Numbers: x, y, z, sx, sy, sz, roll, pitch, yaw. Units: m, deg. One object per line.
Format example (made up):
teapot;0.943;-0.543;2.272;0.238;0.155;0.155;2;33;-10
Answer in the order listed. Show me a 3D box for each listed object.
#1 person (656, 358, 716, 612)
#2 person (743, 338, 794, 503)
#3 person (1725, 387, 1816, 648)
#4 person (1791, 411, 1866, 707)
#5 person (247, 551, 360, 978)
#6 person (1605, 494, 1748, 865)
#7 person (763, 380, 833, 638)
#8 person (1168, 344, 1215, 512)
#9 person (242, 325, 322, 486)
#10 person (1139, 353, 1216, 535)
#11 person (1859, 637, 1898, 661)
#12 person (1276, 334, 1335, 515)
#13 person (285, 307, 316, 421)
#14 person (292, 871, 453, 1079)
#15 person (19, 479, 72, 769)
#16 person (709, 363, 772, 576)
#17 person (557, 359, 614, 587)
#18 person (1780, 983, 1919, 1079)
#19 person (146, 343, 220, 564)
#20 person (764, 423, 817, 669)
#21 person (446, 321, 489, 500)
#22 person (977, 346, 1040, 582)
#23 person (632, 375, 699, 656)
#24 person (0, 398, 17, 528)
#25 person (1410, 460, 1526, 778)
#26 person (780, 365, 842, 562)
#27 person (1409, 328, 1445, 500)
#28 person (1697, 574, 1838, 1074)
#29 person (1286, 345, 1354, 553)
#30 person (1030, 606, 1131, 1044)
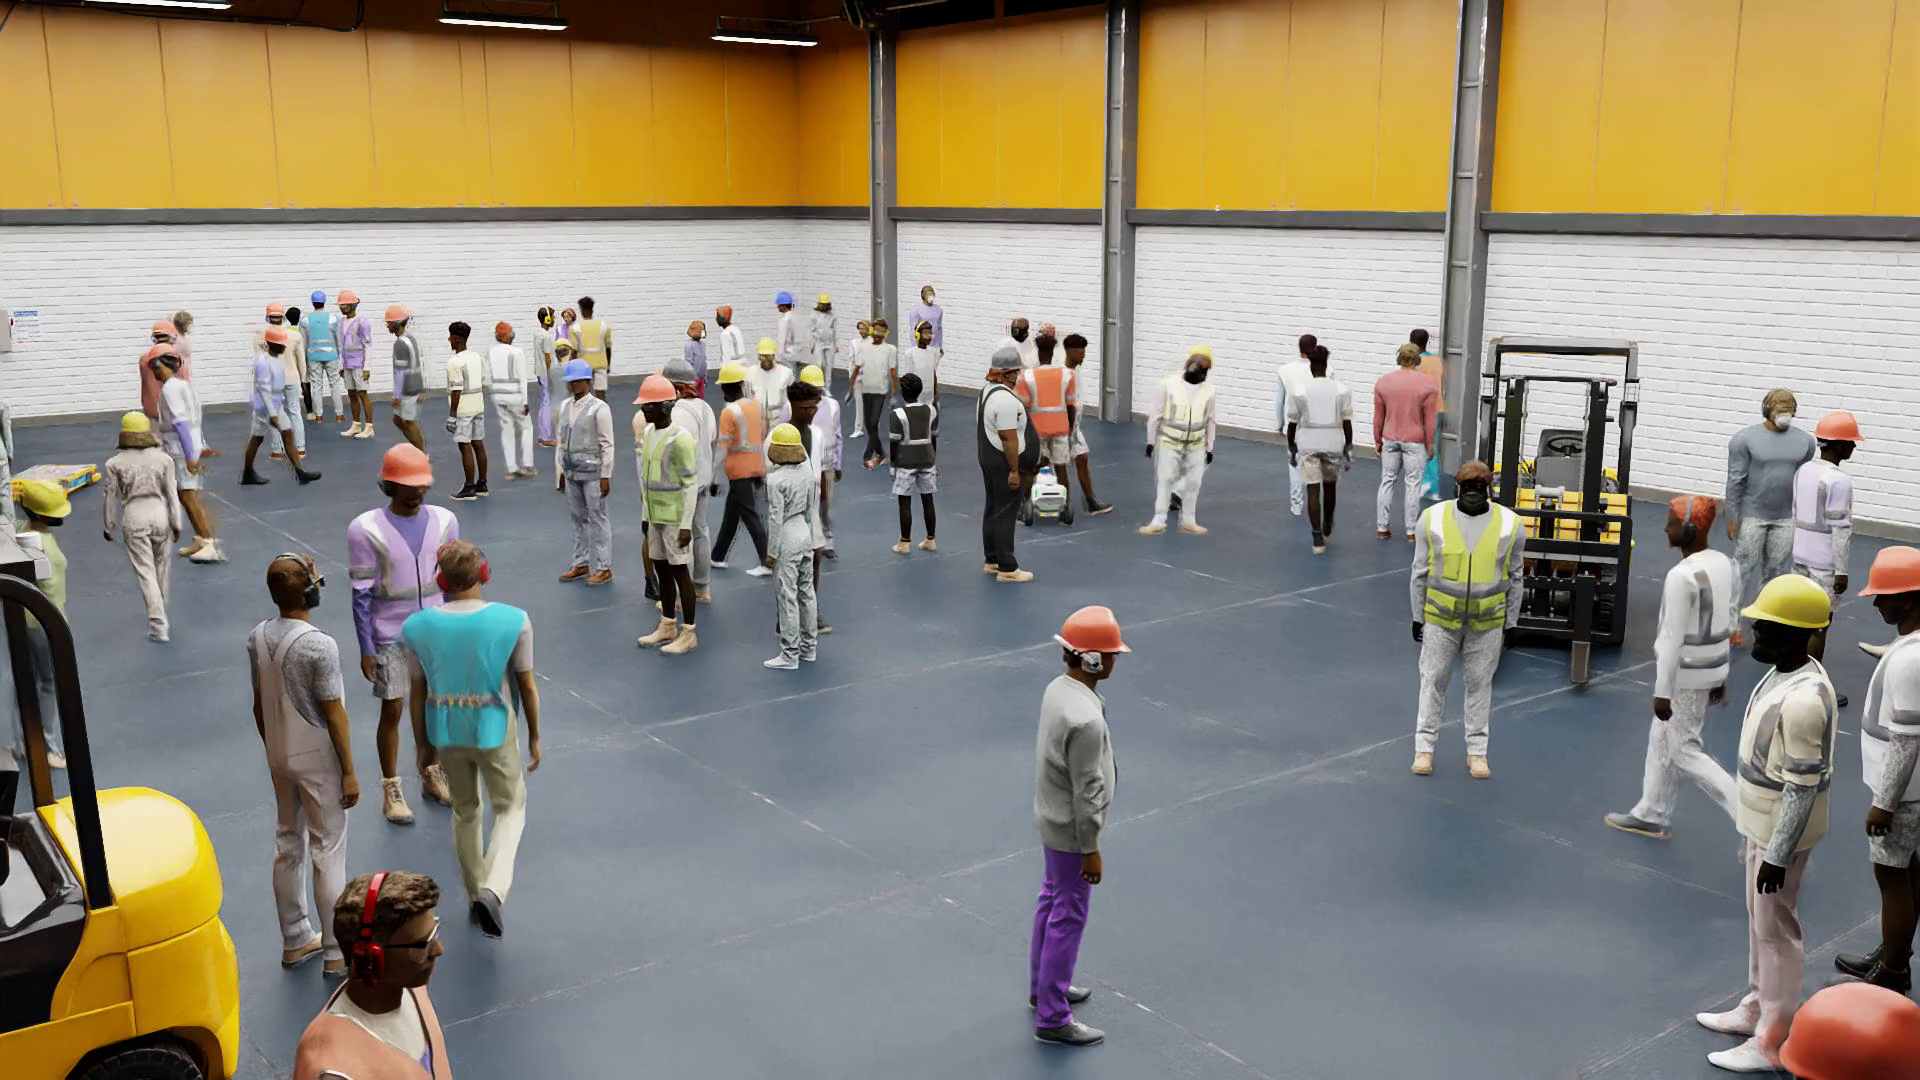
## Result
person;-2.277;-0.450;13.409;0.539;2.000;0.688;4;12;19
person;-2.112;-1.328;18.271;0.609;1.785;0.954;0;12;0
person;5.946;-0.159;12.251;0.631;1.940;0.372;0;12;-2
person;5.663;0.119;10.910;0.358;1.938;0.545;-1;12;-3
person;-2.771;0.956;7.095;0.506;1.847;0.345;6;13;26
person;3.743;0.696;8.352;0.844;1.857;0.583;11;16;42
person;-1.219;-0.232;12.559;0.405;1.956;0.633;8;14;34
person;2.394;-1.148;17.379;0.433;1.798;0.664;-6;13;-25
person;-7.858;-1.525;19.044;1.017;1.852;0.552;1;12;6
person;2.129;-0.922;16.285;0.764;1.814;0.431;-2;12;-8
person;6.819;0.125;11.419;0.954;1.709;0.527;6;13;27
person;3.628;-1.214;17.493;0.599;1.890;0.512;2;12;9
person;-9.790;-2.594;24.595;0.535;1.700;0.318;0;12;1
person;-1.340;1.637;3.840;0.389;1.837;0.560;0;12;-1
person;-5.378;0.473;9.733;0.386;1.719;0.696;-9;15;-37
person;-1.975;-0.618;14.619;0.896;1.878;0.600;4;12;18
person;-3.226;-0.576;14.248;0.630;1.943;0.408;8;14;34
person;1.676;1.751;3.103;0.577;1.901;0.917;-7;14;-30
person;-7.090;-0.786;15.165;0.512;1.988;0.762;-5;13;-22
person;-1.215;0.040;11.764;0.295;1.744;0.490;7;13;29
person;-5.431;-1.420;18.270;0.366;1.967;0.602;3;12;16
person;0.427;-0.670;14.471;0.538;2.000;0.684;-4;12;-17
person;-2.153;-0.176;12.082;0.391;2.040;0.615;-10;15;-40
person;-9.336;-0.817;15.932;0.318;1.736;0.486;11;16;43
person;2.895;0.452;9.536;0.624;1.845;0.430;3;12;13
person;-1.335;-0.684;15.080;0.603;1.824;0.404;-6;13;-27
person;5.094;-1.377;18.274;0.610;1.879;0.521;-9;15;-38
person;3.087;1.074;6.319;0.364;1.930;0.588;4;12;18
person;3.408;-0.887;15.813;0.632;1.914;0.959;1;12;6
person;0.478;1.113;6.604;0.378;1.740;0.577;-1;12;-4
